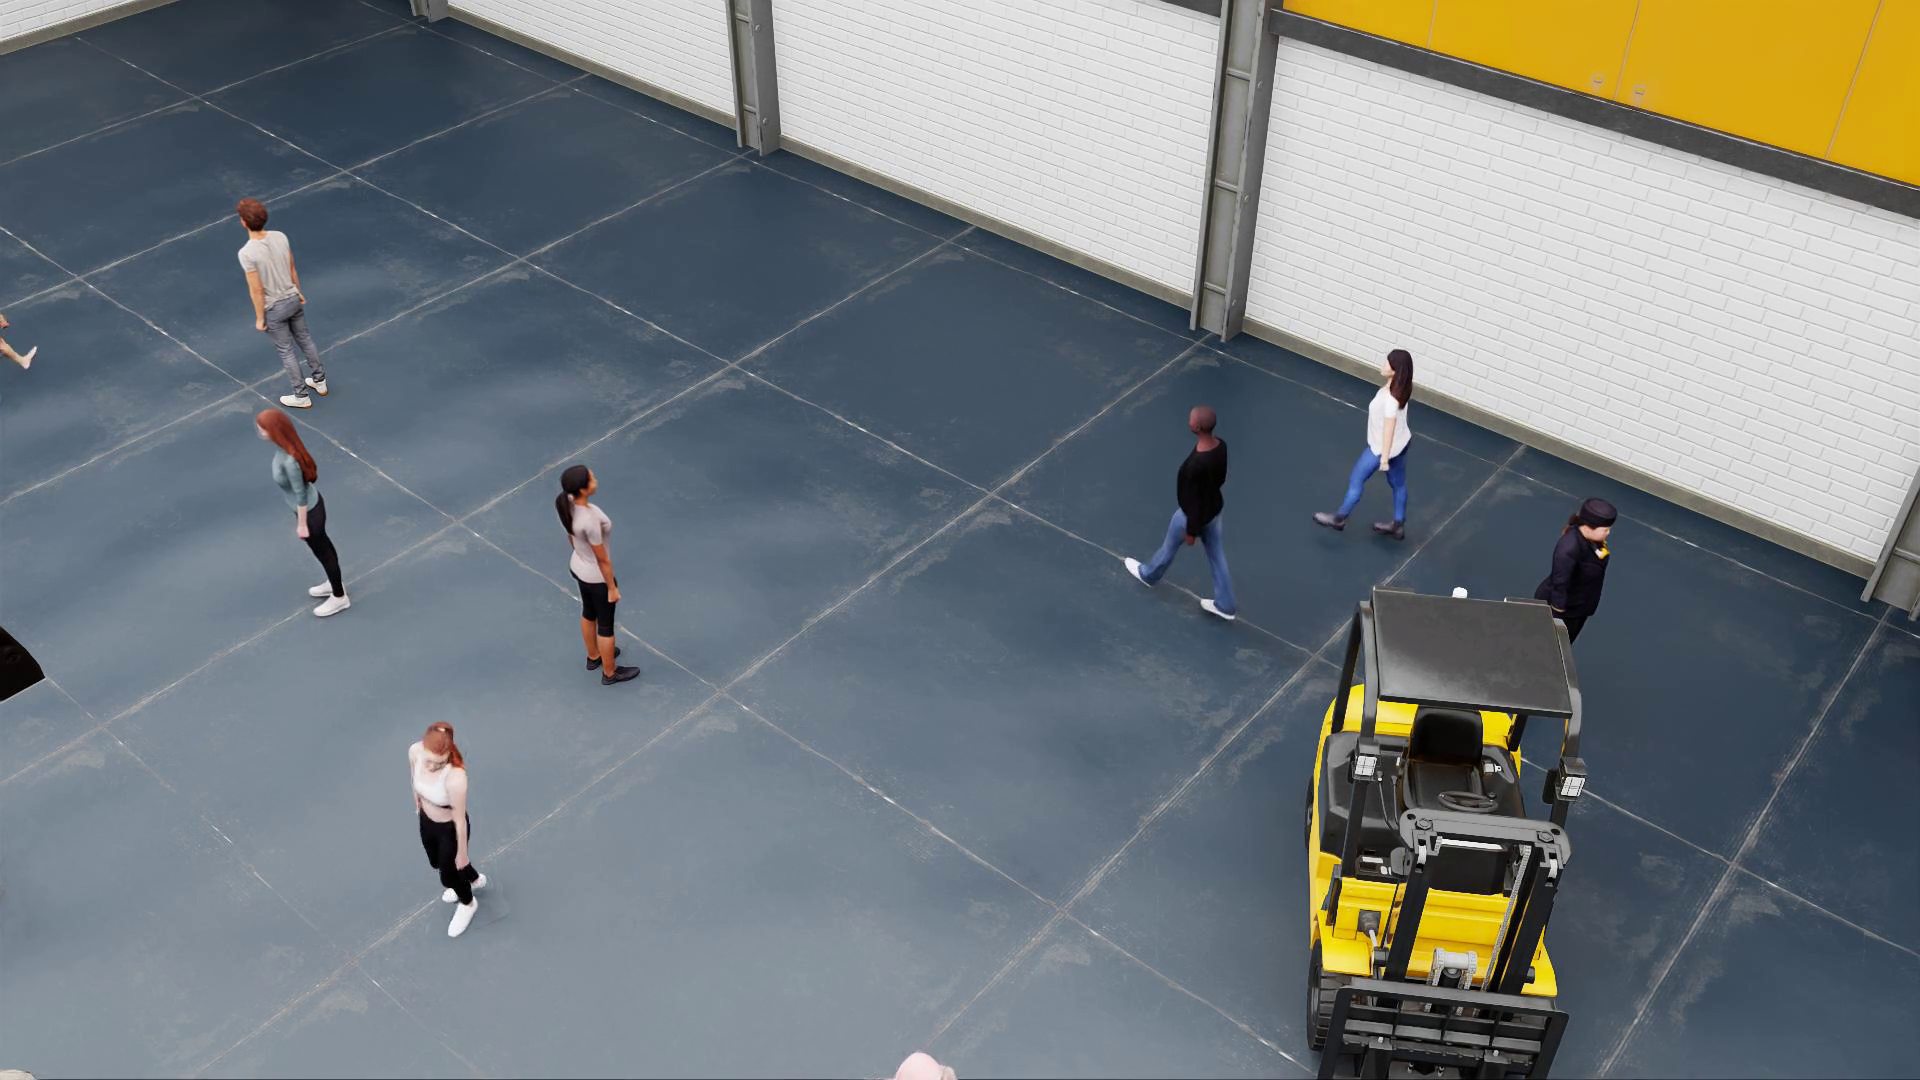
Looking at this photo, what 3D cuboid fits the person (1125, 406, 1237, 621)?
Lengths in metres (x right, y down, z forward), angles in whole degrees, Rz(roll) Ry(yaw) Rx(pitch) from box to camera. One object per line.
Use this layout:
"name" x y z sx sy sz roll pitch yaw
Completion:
"person" 1.781 -0.146 11.794 1.131 1.696 0.608 28 47 31

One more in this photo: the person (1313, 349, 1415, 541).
"person" 3.293 -0.660 12.469 0.953 1.657 0.709 22 44 25

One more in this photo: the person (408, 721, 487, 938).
"person" -2.934 1.628 9.565 0.756 1.706 0.551 -24 44 -27

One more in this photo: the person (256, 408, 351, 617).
"person" -4.653 -0.212 11.840 0.730 1.744 0.633 -12 40 -15

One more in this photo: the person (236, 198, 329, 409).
"person" -5.700 -1.979 13.928 0.627 1.897 0.697 18 42 21

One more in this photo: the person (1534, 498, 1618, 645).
"person" 4.041 0.410 11.122 0.612 1.667 0.687 29 47 31

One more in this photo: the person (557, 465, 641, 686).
"person" -2.493 0.229 11.285 0.713 1.746 0.540 -26 45 -29
